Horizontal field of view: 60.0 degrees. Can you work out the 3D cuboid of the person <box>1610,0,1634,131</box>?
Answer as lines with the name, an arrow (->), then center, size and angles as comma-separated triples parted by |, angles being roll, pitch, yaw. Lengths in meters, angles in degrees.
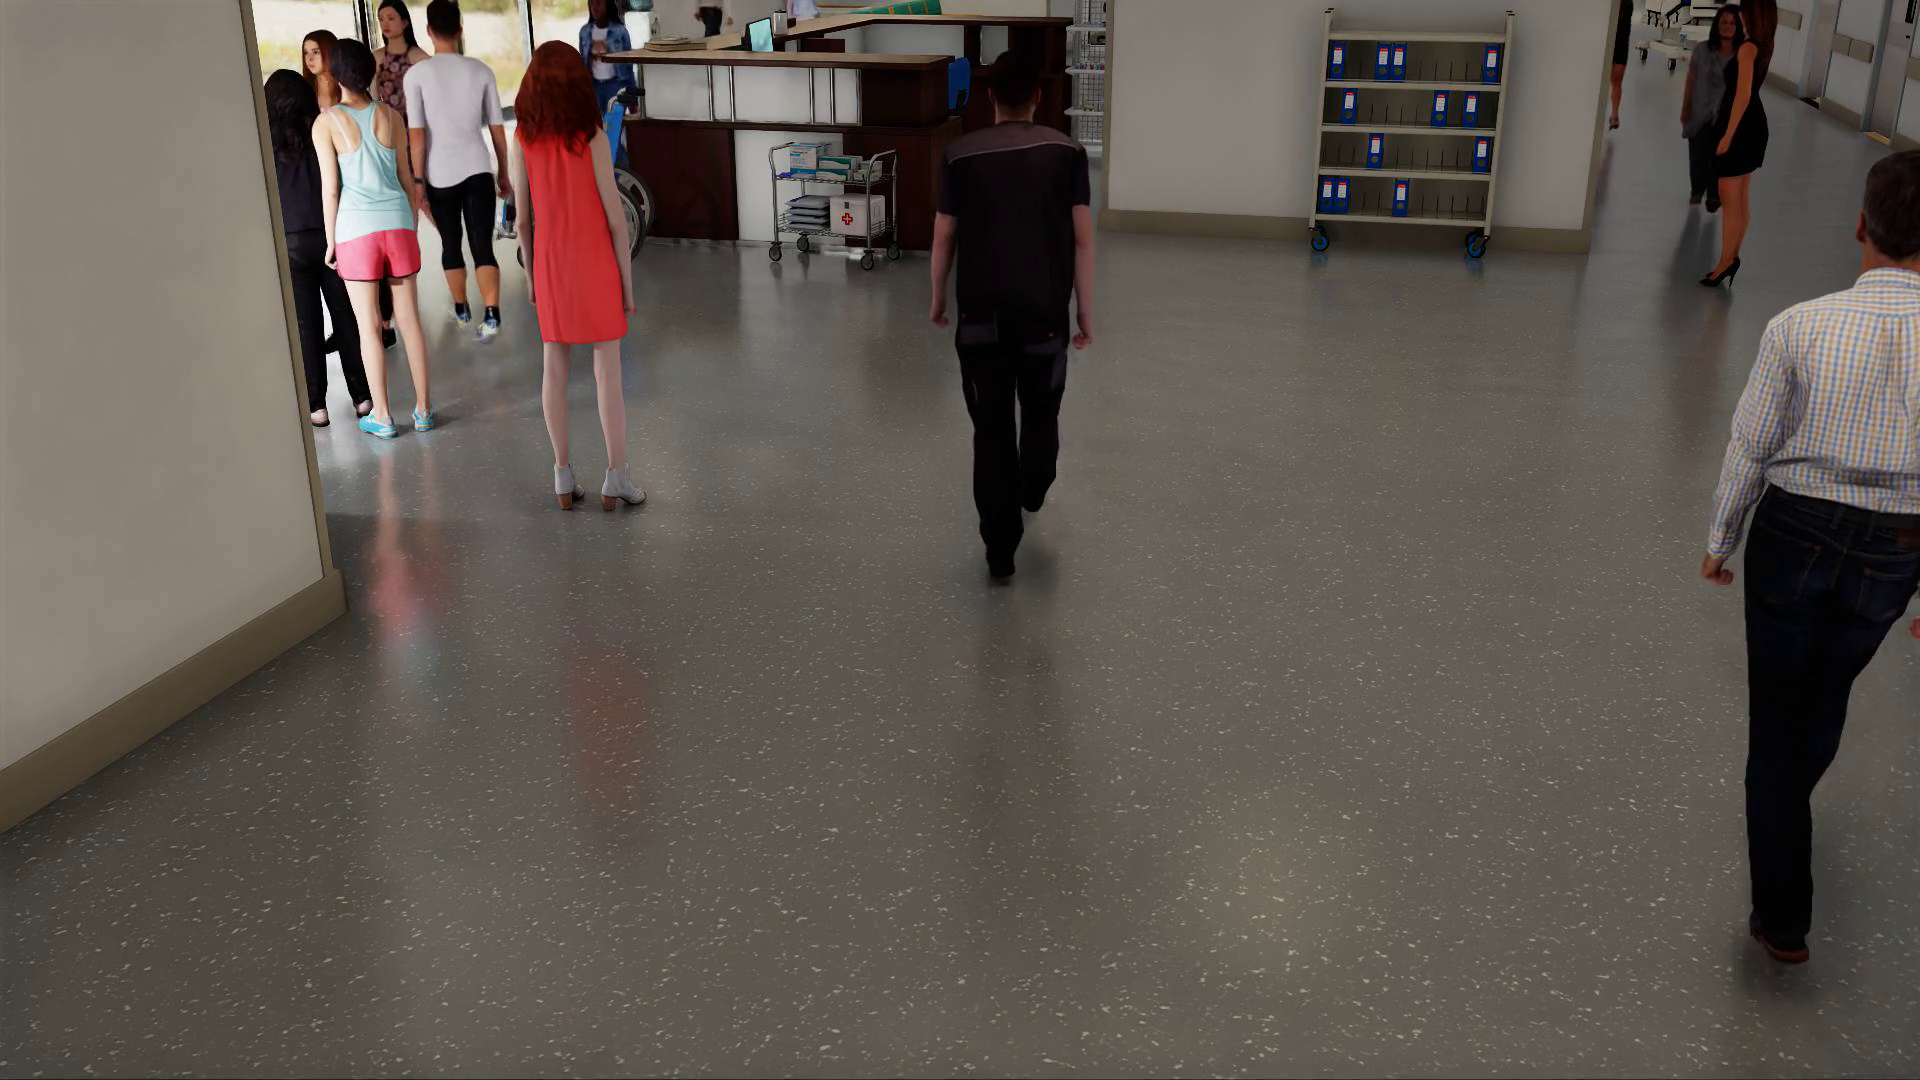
person -> 7.010, -5.248, 18.011 | 0.906, 1.611, 0.679 | 4, 21, 10

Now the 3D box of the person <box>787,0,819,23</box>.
person -> -2.500, -8.414, 26.085 | 0.795, 1.813, 0.762 | 1, 21, 2

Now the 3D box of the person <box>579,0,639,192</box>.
person -> -2.767, -3.519, 13.357 | 1.076, 1.674, 0.665 | 6, 22, 16

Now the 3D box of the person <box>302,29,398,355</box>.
person -> -3.226, -1.864, 8.956 | 0.634, 1.696, 0.695 | 3, 21, 8

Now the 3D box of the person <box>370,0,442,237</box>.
person -> -3.466, -2.502, 10.592 | 1.097, 1.730, 0.713 | 3, 21, 9

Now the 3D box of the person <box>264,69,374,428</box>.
person -> -2.990, -1.344, 7.696 | 0.770, 1.617, 0.804 | -17, 26, -37

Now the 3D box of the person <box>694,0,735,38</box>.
person -> -3.519, -7.222, 23.002 | 0.980, 1.768, 0.983 | 18, 27, 39

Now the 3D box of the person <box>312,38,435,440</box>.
person -> -2.632, -1.350, 7.489 | 0.698, 1.774, 0.745 | -14, 25, -33

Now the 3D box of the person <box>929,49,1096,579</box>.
person -> 0.183, -0.750, 5.860 | 1.154, 1.807, 0.987 | 1, 21, 2

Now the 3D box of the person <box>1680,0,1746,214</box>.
person -> 6.001, -3.413, 13.232 | 0.985, 1.564, 0.763 | 8, 22, 20

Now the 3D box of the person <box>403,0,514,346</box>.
person -> -2.681, -1.932, 8.979 | 1.247, 1.808, 1.226 | -11, 23, -26

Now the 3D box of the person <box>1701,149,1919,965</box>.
person -> 1.950, 0.080, 3.712 | 1.124, 1.777, 0.757 | 7, 22, 18

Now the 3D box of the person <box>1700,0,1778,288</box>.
person -> 4.932, -2.528, 10.515 | 0.655, 1.834, 0.662 | 16, 26, 36

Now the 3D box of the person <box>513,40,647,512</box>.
person -> -1.501, -1.003, 6.499 | 0.445, 1.827, 0.651 | 5, 21, 12
